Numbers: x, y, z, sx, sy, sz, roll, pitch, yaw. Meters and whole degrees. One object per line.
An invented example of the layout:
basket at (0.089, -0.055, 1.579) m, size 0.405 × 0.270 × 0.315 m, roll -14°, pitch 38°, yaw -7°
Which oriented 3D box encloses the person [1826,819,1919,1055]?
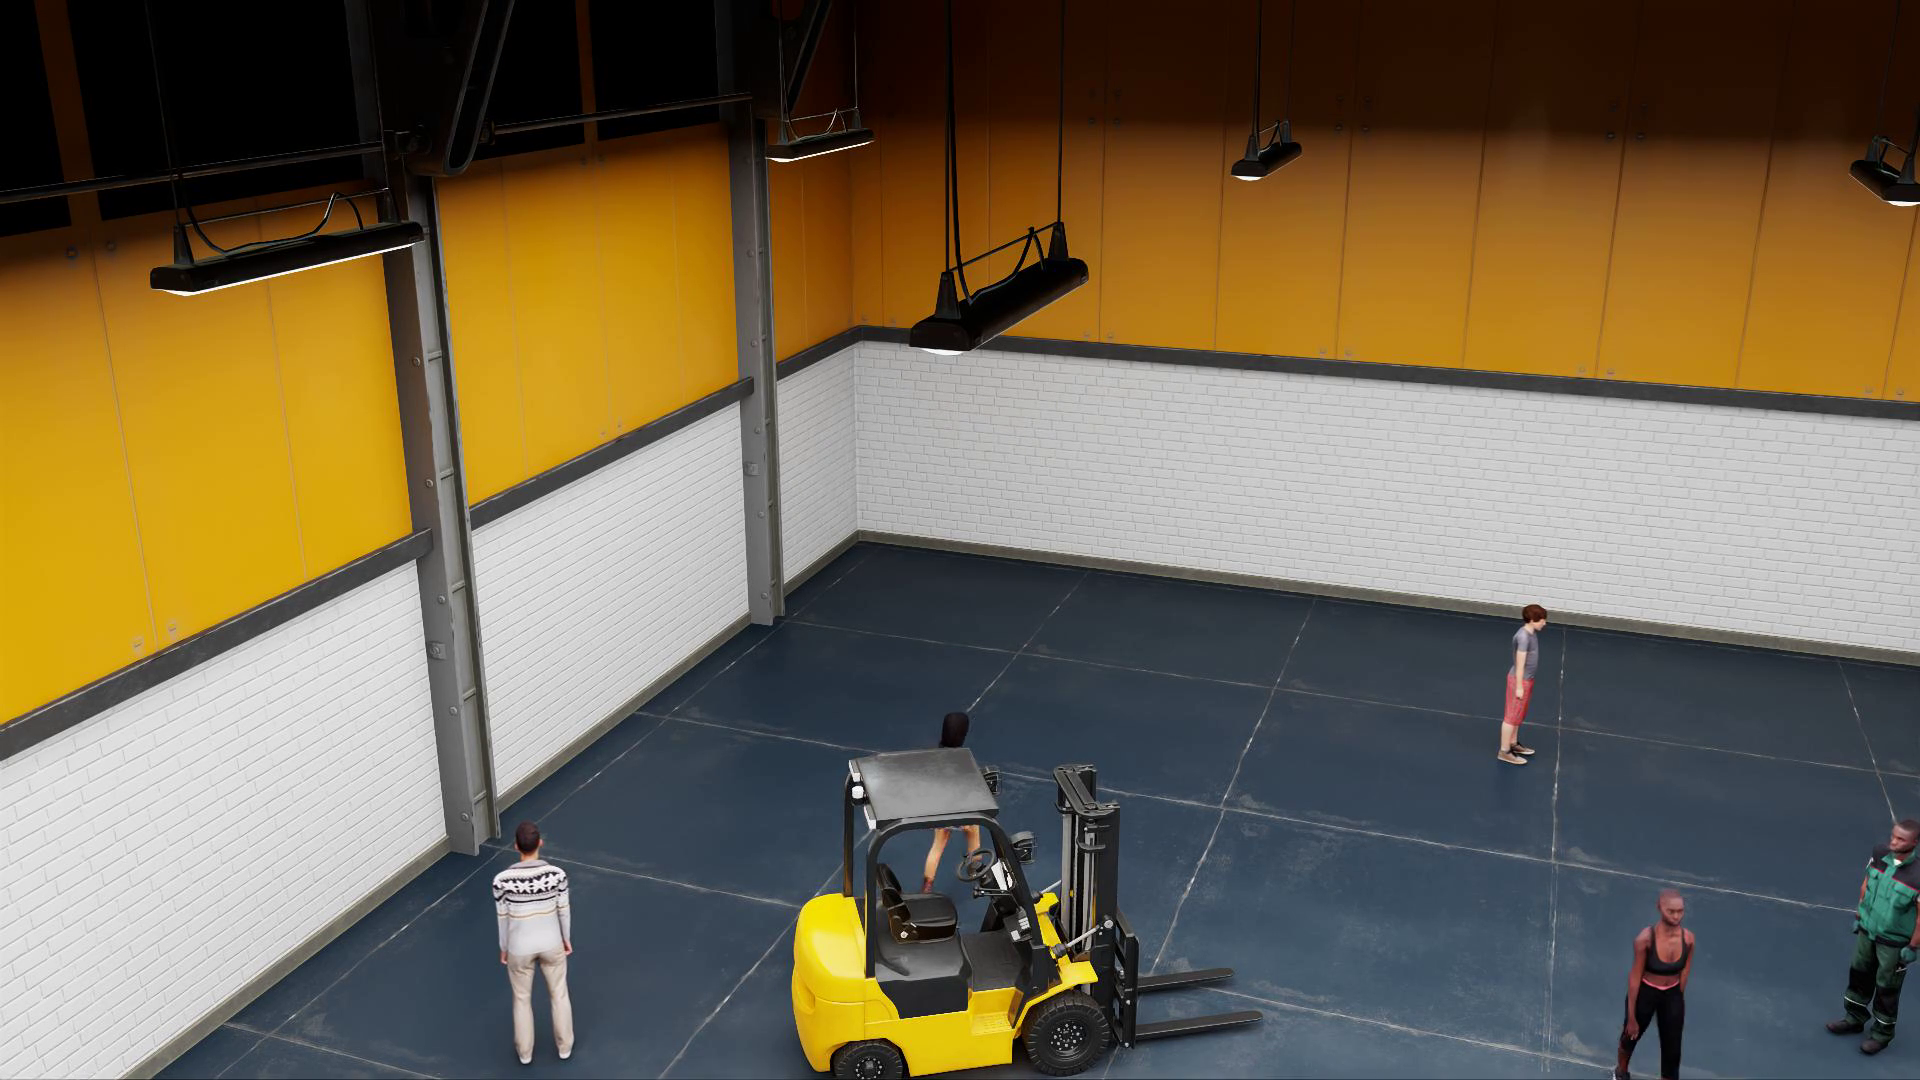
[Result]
person at (6.733, 2.846, 12.079) m, size 0.841 × 1.840 × 0.774 m, roll -8°, pitch 20°, yaw -22°

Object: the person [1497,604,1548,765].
person at (5.605, 1.411, 16.641) m, size 0.672 × 1.649 × 0.529 m, roll 11°, pitch 21°, yaw 29°

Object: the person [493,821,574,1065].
person at (-3.051, 2.895, 11.921) m, size 0.755 × 1.848 × 0.795 m, roll -7°, pitch 20°, yaw -19°

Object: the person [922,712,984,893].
person at (-0.117, 2.286, 13.980) m, size 1.203 × 1.689 × 0.916 m, roll -18°, pitch 25°, yaw -42°

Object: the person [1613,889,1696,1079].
person at (4.726, 3.133, 11.424) m, size 0.861 × 1.714 × 1.196 m, roll 0°, pitch 19°, yaw 0°
